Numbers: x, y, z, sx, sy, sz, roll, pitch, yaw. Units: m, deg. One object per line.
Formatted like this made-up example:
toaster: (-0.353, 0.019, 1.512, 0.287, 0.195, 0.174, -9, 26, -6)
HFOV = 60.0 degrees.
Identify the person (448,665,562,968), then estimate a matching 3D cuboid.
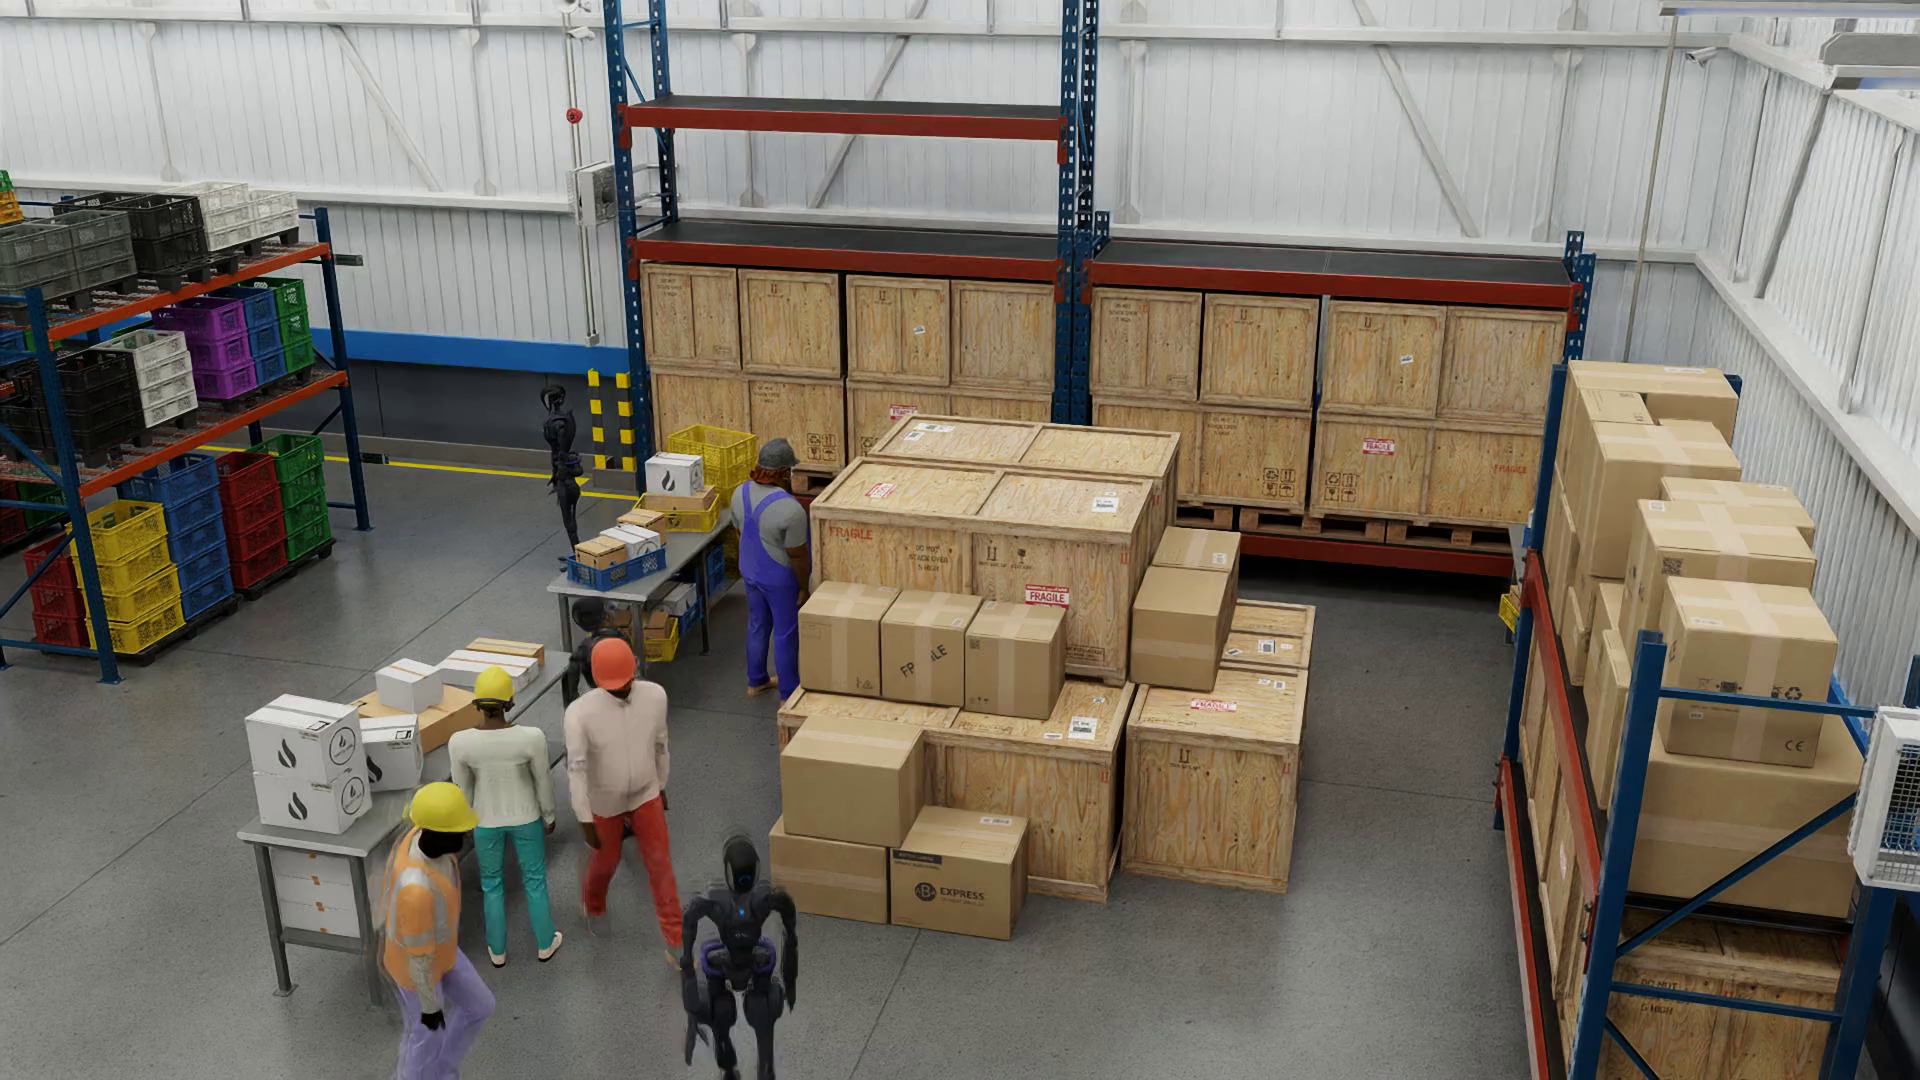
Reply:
person: (-2.455, 1.502, 9.017, 0.524, 1.768, 0.314, -3, 21, -9)

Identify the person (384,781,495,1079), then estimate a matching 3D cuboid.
person: (-2.422, 1.943, 7.687, 0.554, 1.890, 0.612, -2, 21, -4)

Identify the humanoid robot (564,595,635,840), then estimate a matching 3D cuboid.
humanoid robot: (-2.143, 1.113, 10.175, 0.413, 1.633, 0.708, 9, 23, 23)

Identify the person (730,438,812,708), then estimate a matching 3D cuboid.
person: (-1.288, 0.224, 11.982, 0.679, 2.000, 0.536, 18, 27, 38)

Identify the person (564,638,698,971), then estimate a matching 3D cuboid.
person: (-1.841, 1.405, 9.047, 0.625, 1.954, 0.833, -13, 24, -30)

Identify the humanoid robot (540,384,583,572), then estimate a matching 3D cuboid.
humanoid robot: (-3.464, -0.551, 14.511, 0.330, 1.647, 0.594, -7, 22, -18)

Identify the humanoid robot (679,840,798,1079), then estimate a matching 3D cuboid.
humanoid robot: (-1.013, 2.083, 7.700, 0.533, 1.616, 0.817, -3, 21, -8)
